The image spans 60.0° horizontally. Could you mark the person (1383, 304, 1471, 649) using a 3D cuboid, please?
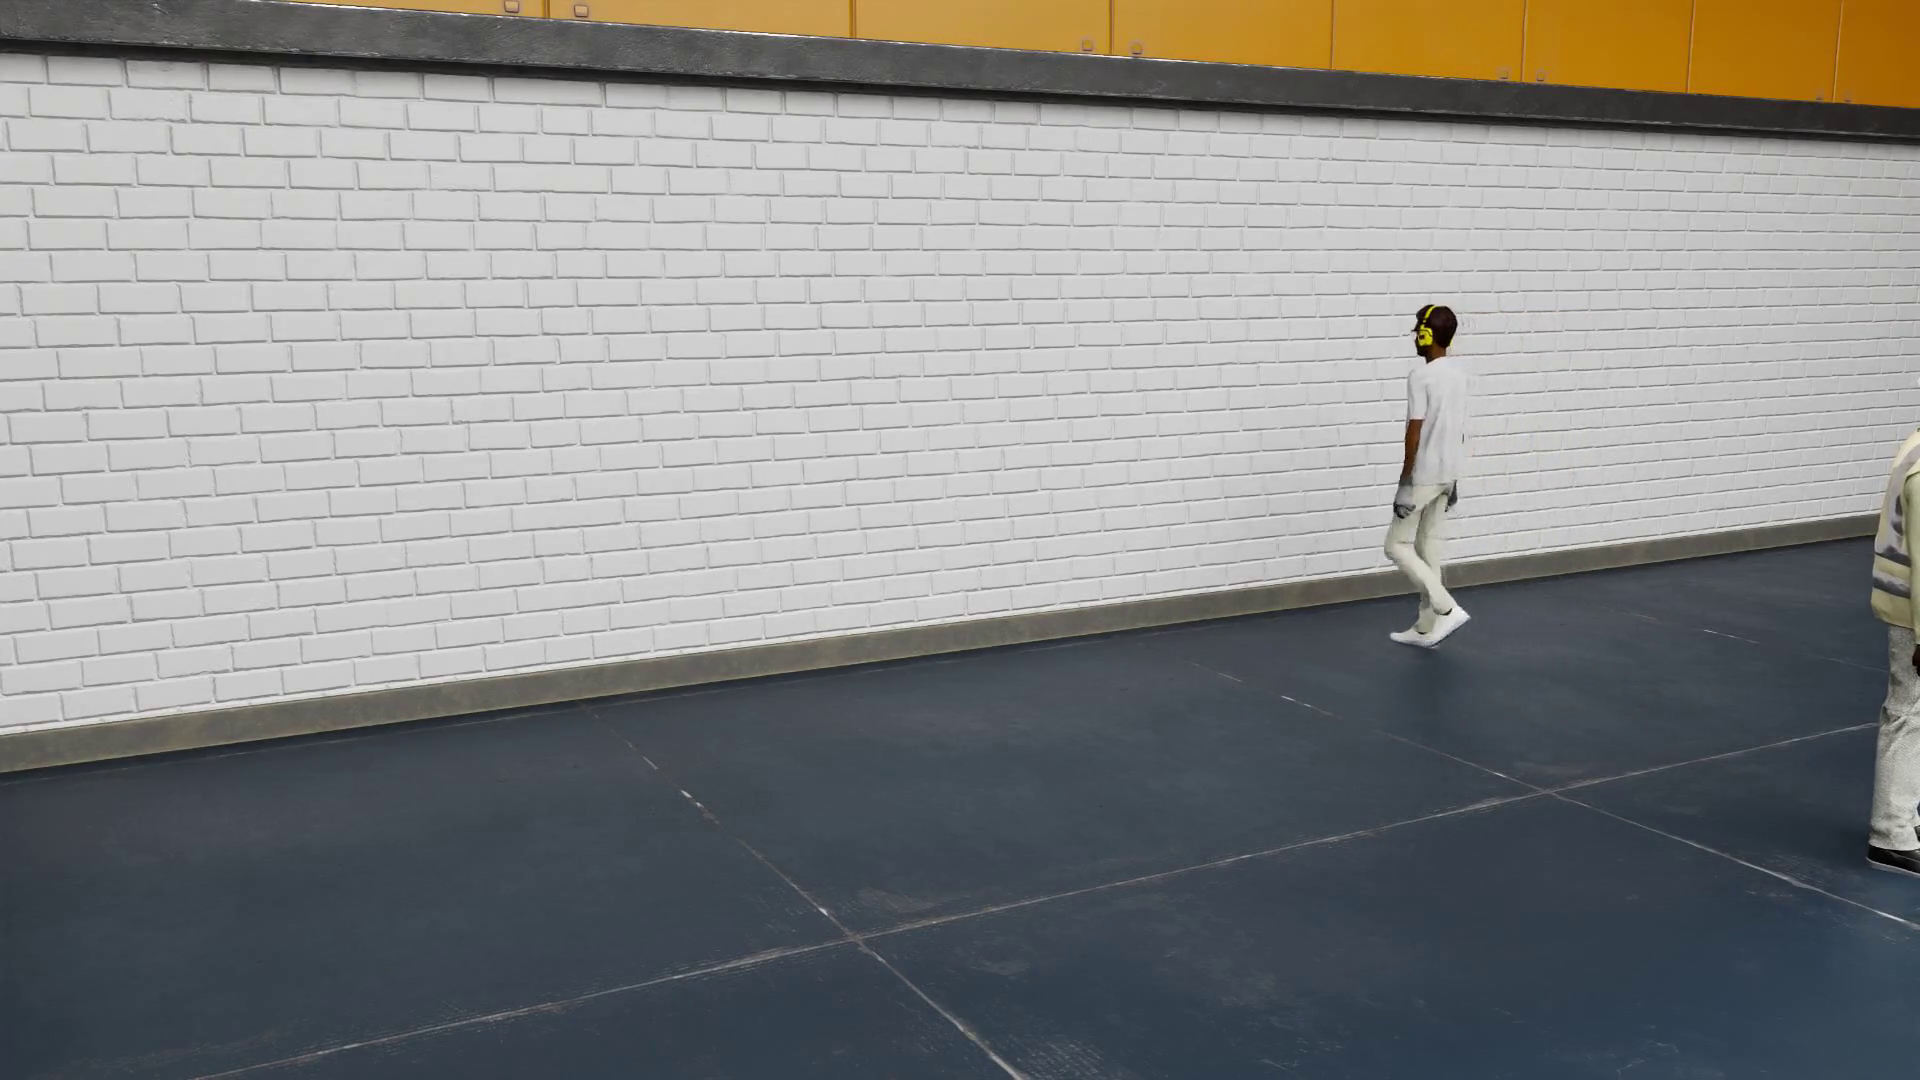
[{"bbox_3d":[2.493,-0.315,8.807,0.544,1.853,0.443,-8,13,-40],"label":"person"}]

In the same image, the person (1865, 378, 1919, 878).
[{"bbox_3d":[3.334,0.243,5.681,0.403,1.825,0.591,5,11,29],"label":"person"}]
